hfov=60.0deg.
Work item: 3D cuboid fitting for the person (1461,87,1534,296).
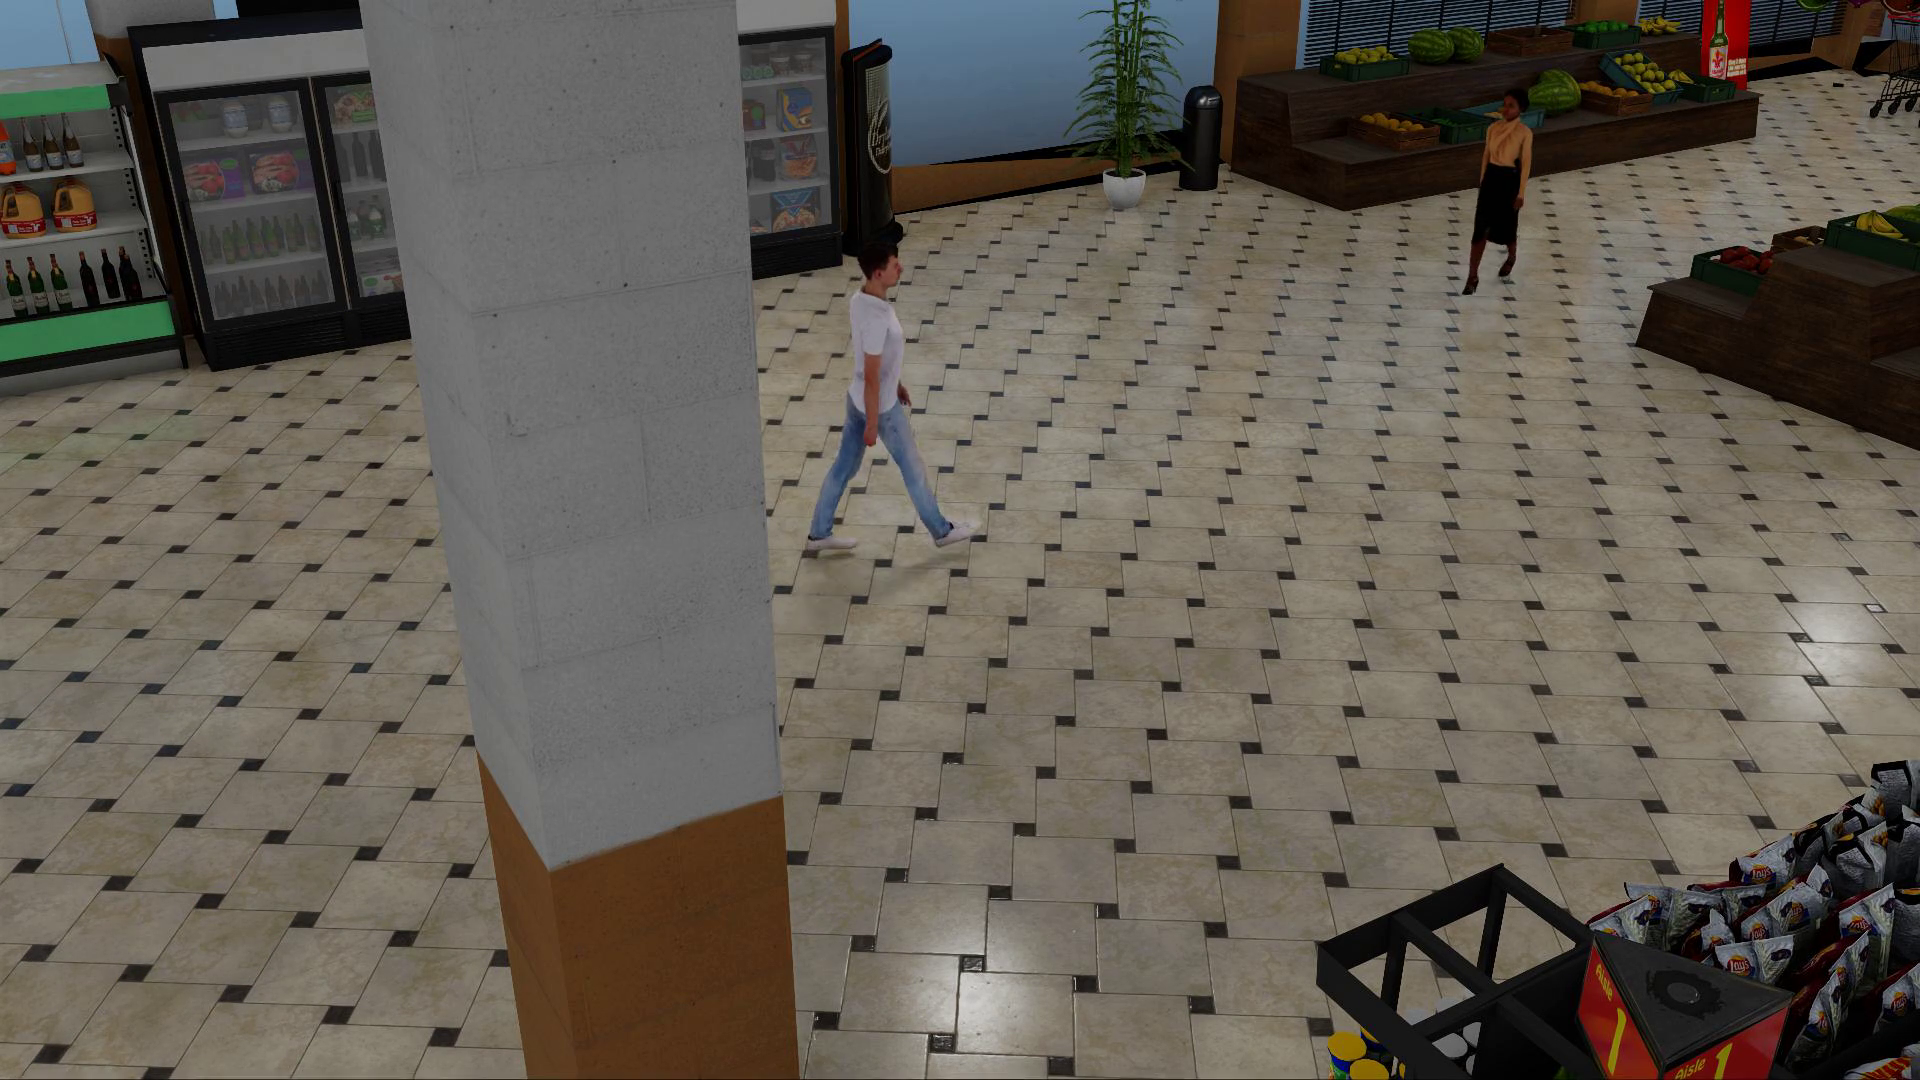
[{"bbox_3d":[4.401,-2.793,13.395,0.813,1.612,1.107,22,34,36],"label":"person"}]

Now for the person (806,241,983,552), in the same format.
[{"bbox_3d":[-0.554,-0.709,9.083,1.274,1.794,0.846,-8,28,-15],"label":"person"}]
